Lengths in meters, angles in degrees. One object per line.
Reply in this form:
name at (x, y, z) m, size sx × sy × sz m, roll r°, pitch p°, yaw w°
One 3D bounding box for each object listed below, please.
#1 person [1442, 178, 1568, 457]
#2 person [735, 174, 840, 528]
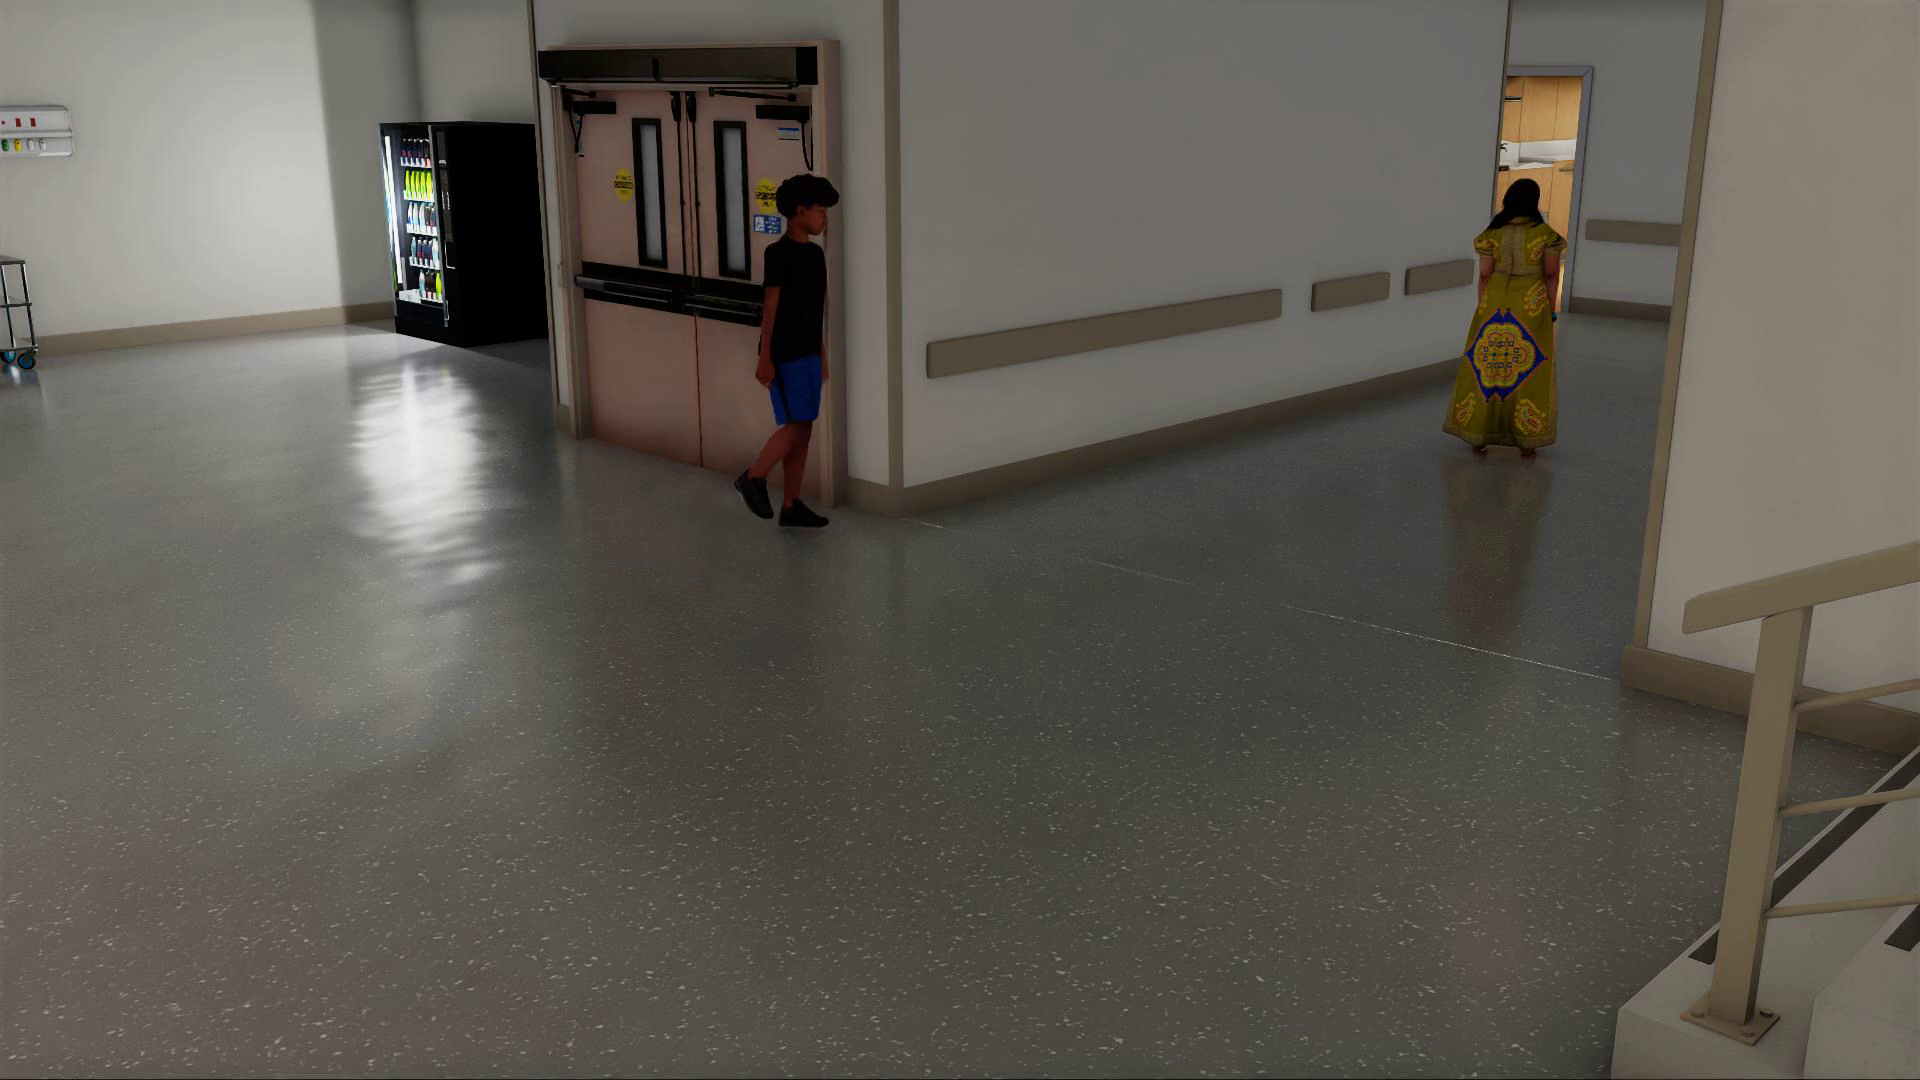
person at (3.346, -1.347, 10.053) m, size 0.878 × 1.658 × 1.025 m, roll 7°, pitch 17°, yaw 23°
person at (-0.909, -0.931, 8.380) m, size 0.847 × 1.767 × 0.768 m, roll 10°, pitch 19°, yaw 32°
